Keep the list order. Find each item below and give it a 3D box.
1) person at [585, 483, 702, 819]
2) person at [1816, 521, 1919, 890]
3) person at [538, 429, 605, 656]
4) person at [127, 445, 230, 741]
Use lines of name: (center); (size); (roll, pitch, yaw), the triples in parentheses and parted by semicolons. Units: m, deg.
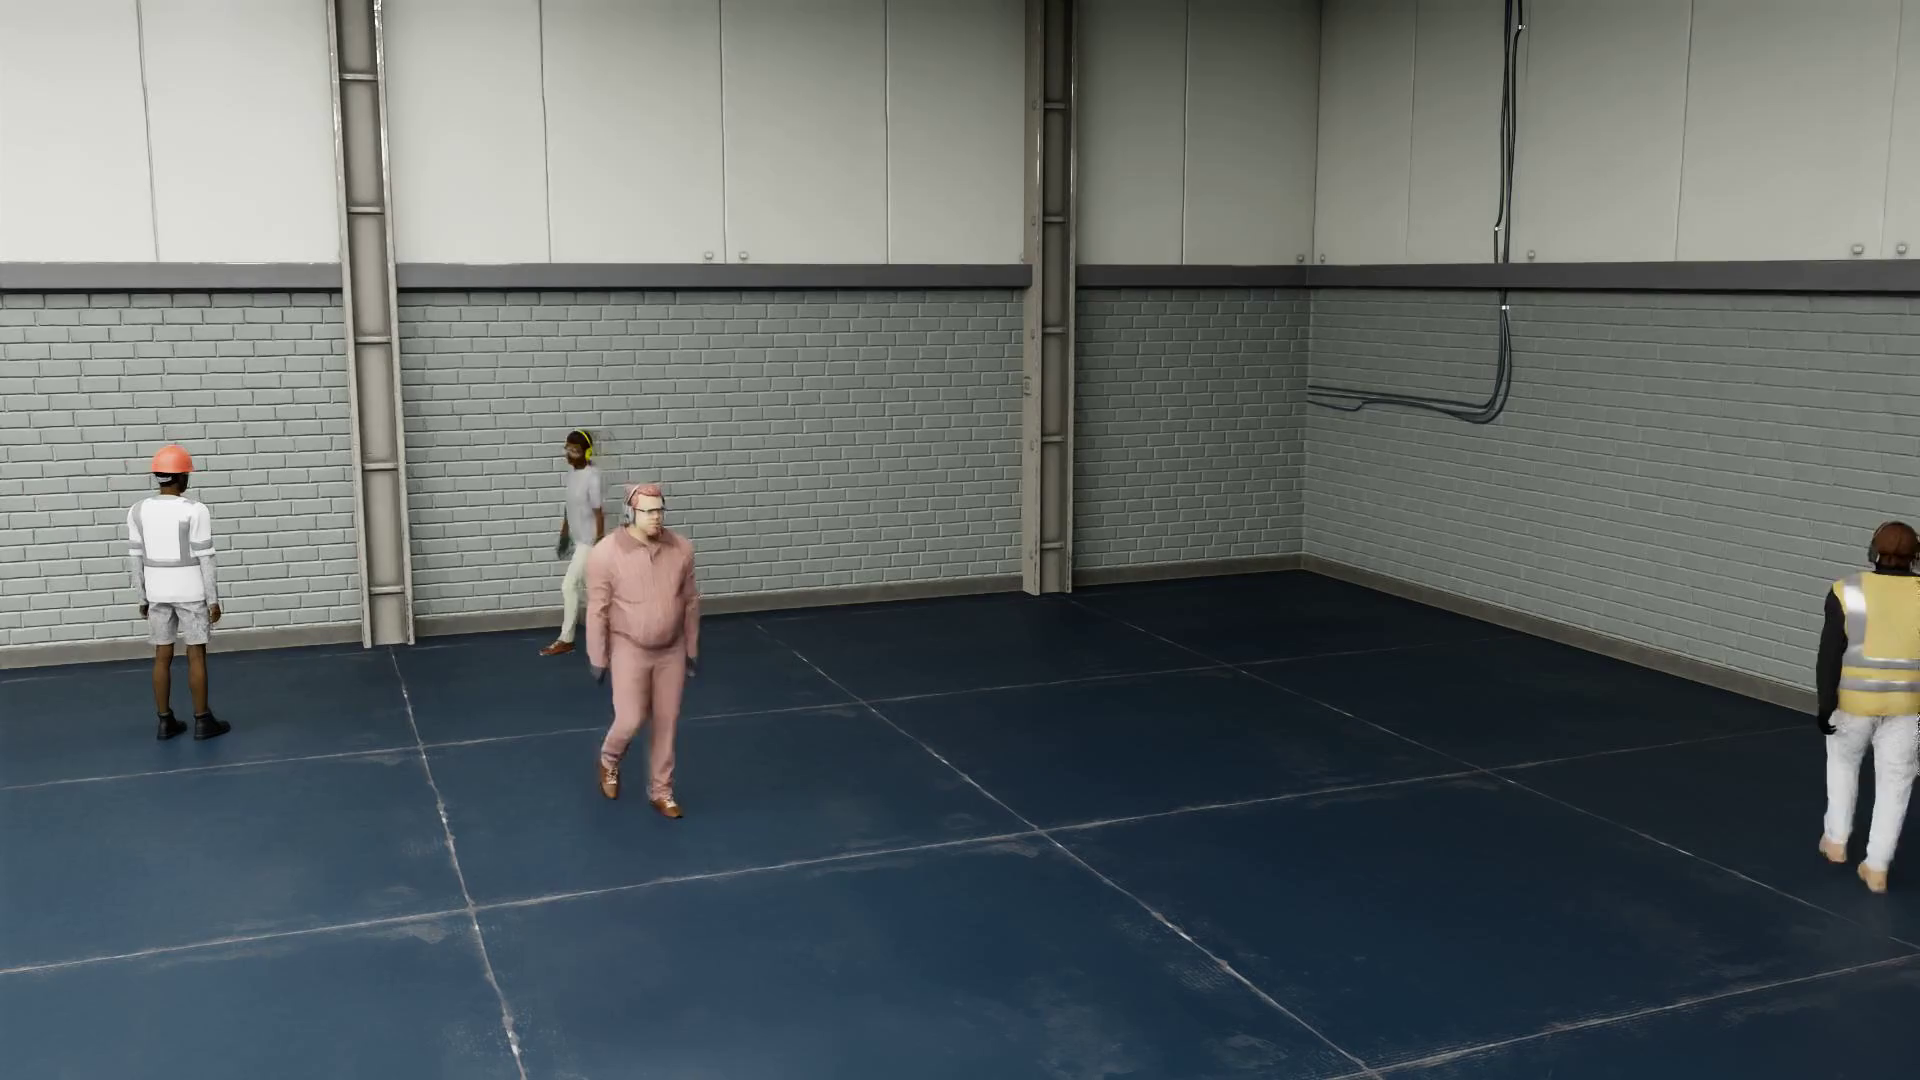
person: (-1.776, 0.611, 9.339); (0.647, 1.896, 0.529); (-6, 11, -35)
person: (4.639, 0.798, 8.403); (0.646, 1.812, 0.771); (3, 9, 17)
person: (-2.952, 0.000, 13.392); (0.892, 1.829, 0.541); (-5, 11, -30)
person: (-5.099, 0.346, 10.869); (0.552, 1.934, 0.373); (1, 9, 4)
